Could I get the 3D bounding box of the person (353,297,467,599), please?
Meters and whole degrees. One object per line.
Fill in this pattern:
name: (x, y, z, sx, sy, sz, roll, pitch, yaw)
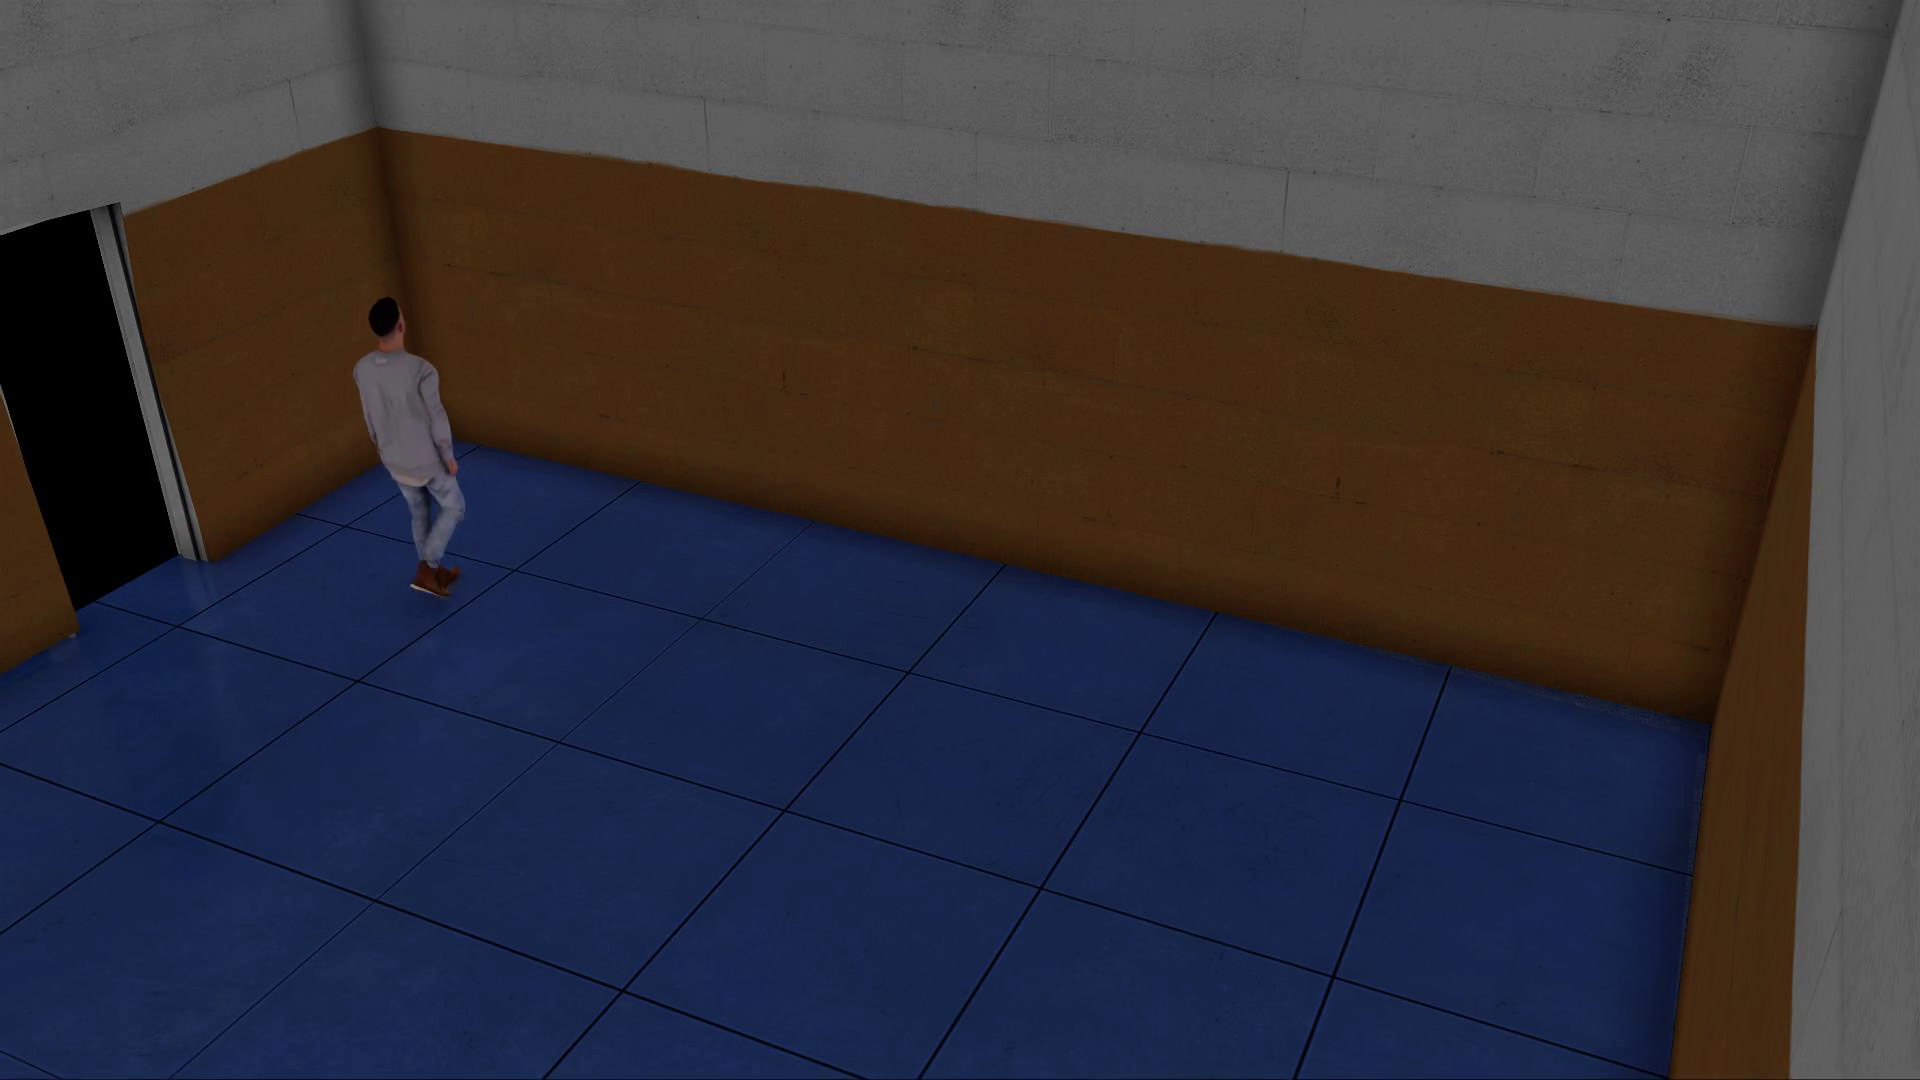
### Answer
person: (-3.079, -0.456, 9.304, 0.747, 1.832, 0.814, 8, 30, 15)
